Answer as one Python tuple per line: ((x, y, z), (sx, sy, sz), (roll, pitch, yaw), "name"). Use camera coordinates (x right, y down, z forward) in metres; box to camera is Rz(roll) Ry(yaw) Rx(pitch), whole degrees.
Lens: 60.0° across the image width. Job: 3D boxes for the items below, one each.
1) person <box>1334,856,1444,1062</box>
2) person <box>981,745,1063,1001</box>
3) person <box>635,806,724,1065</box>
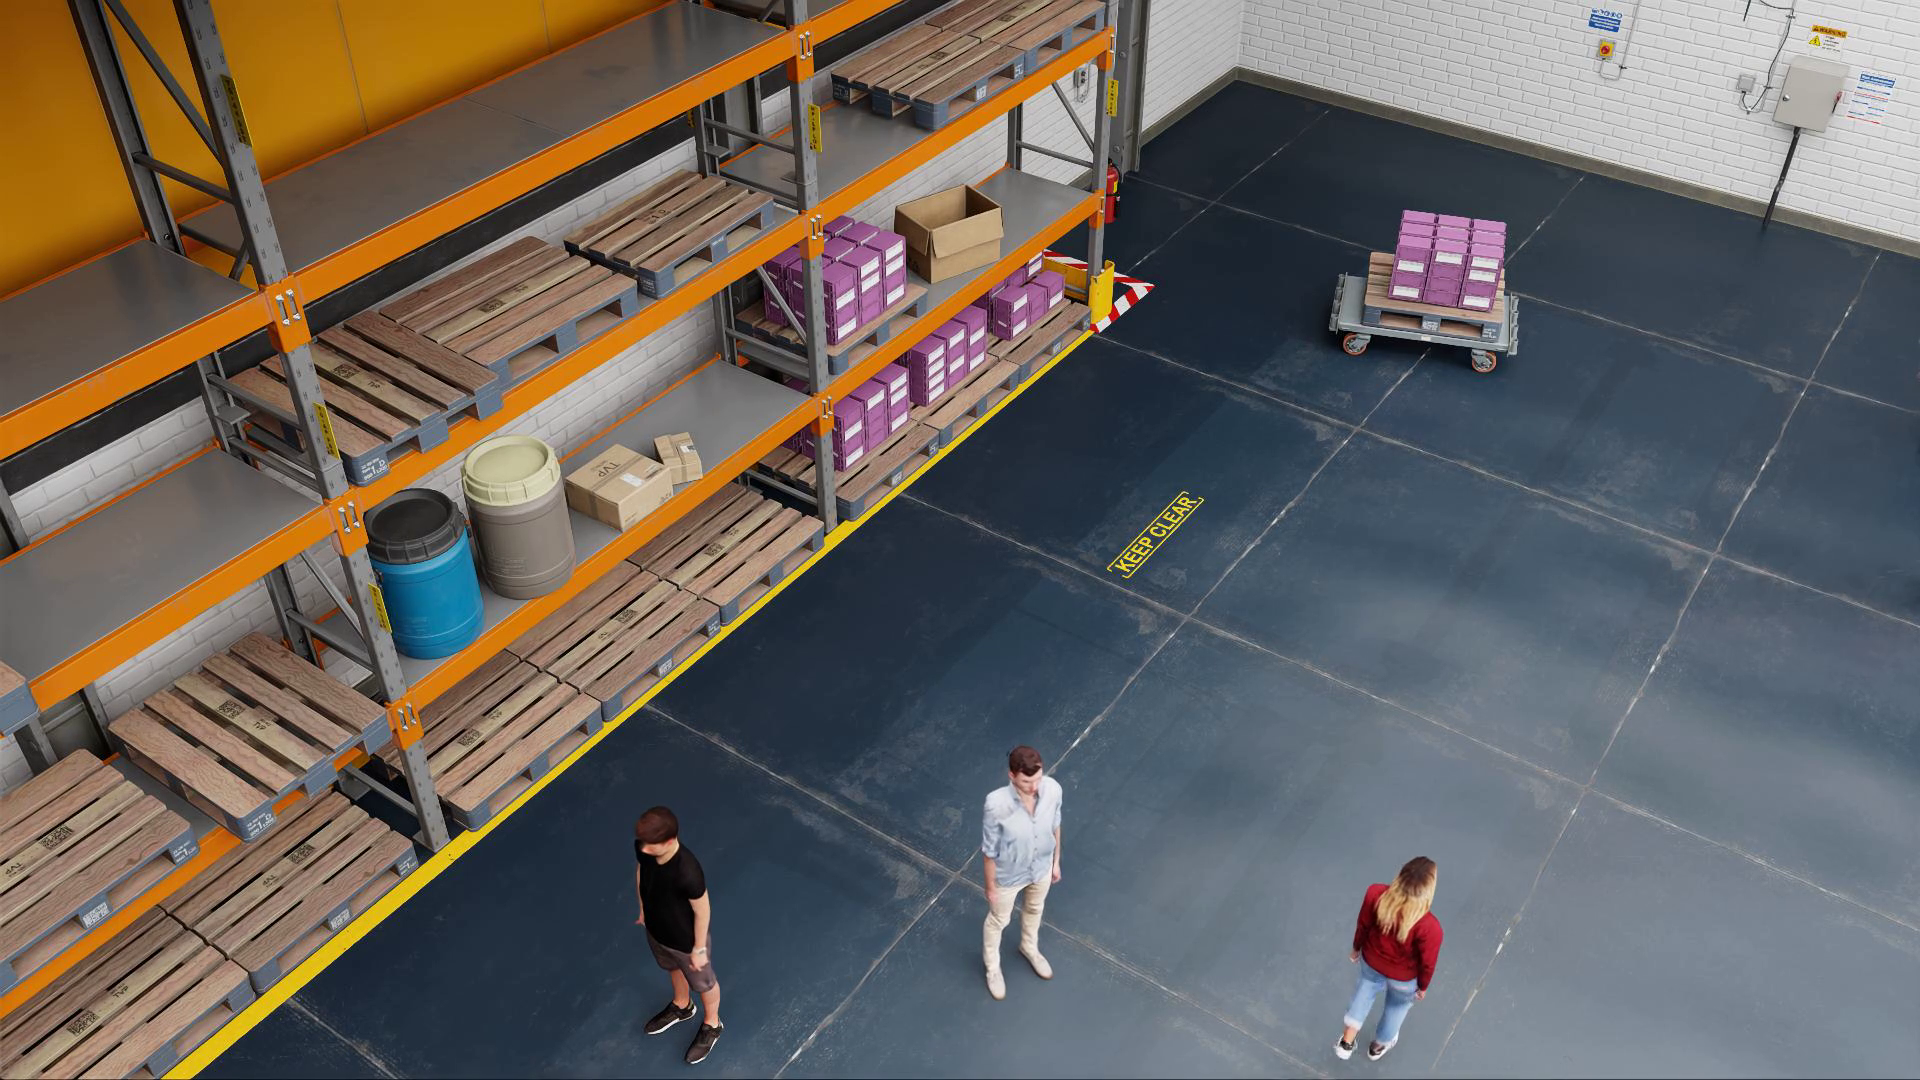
((2.272, 2.307, 8.902), (0.635, 1.620, 0.722), (28, 46, 30), "person")
((0.342, 1.822, 9.327), (0.661, 1.848, 0.791), (-17, 42, -20), "person")
((-1.520, 2.082, 8.994), (0.689, 1.858, 0.596), (27, 46, 30), "person")
